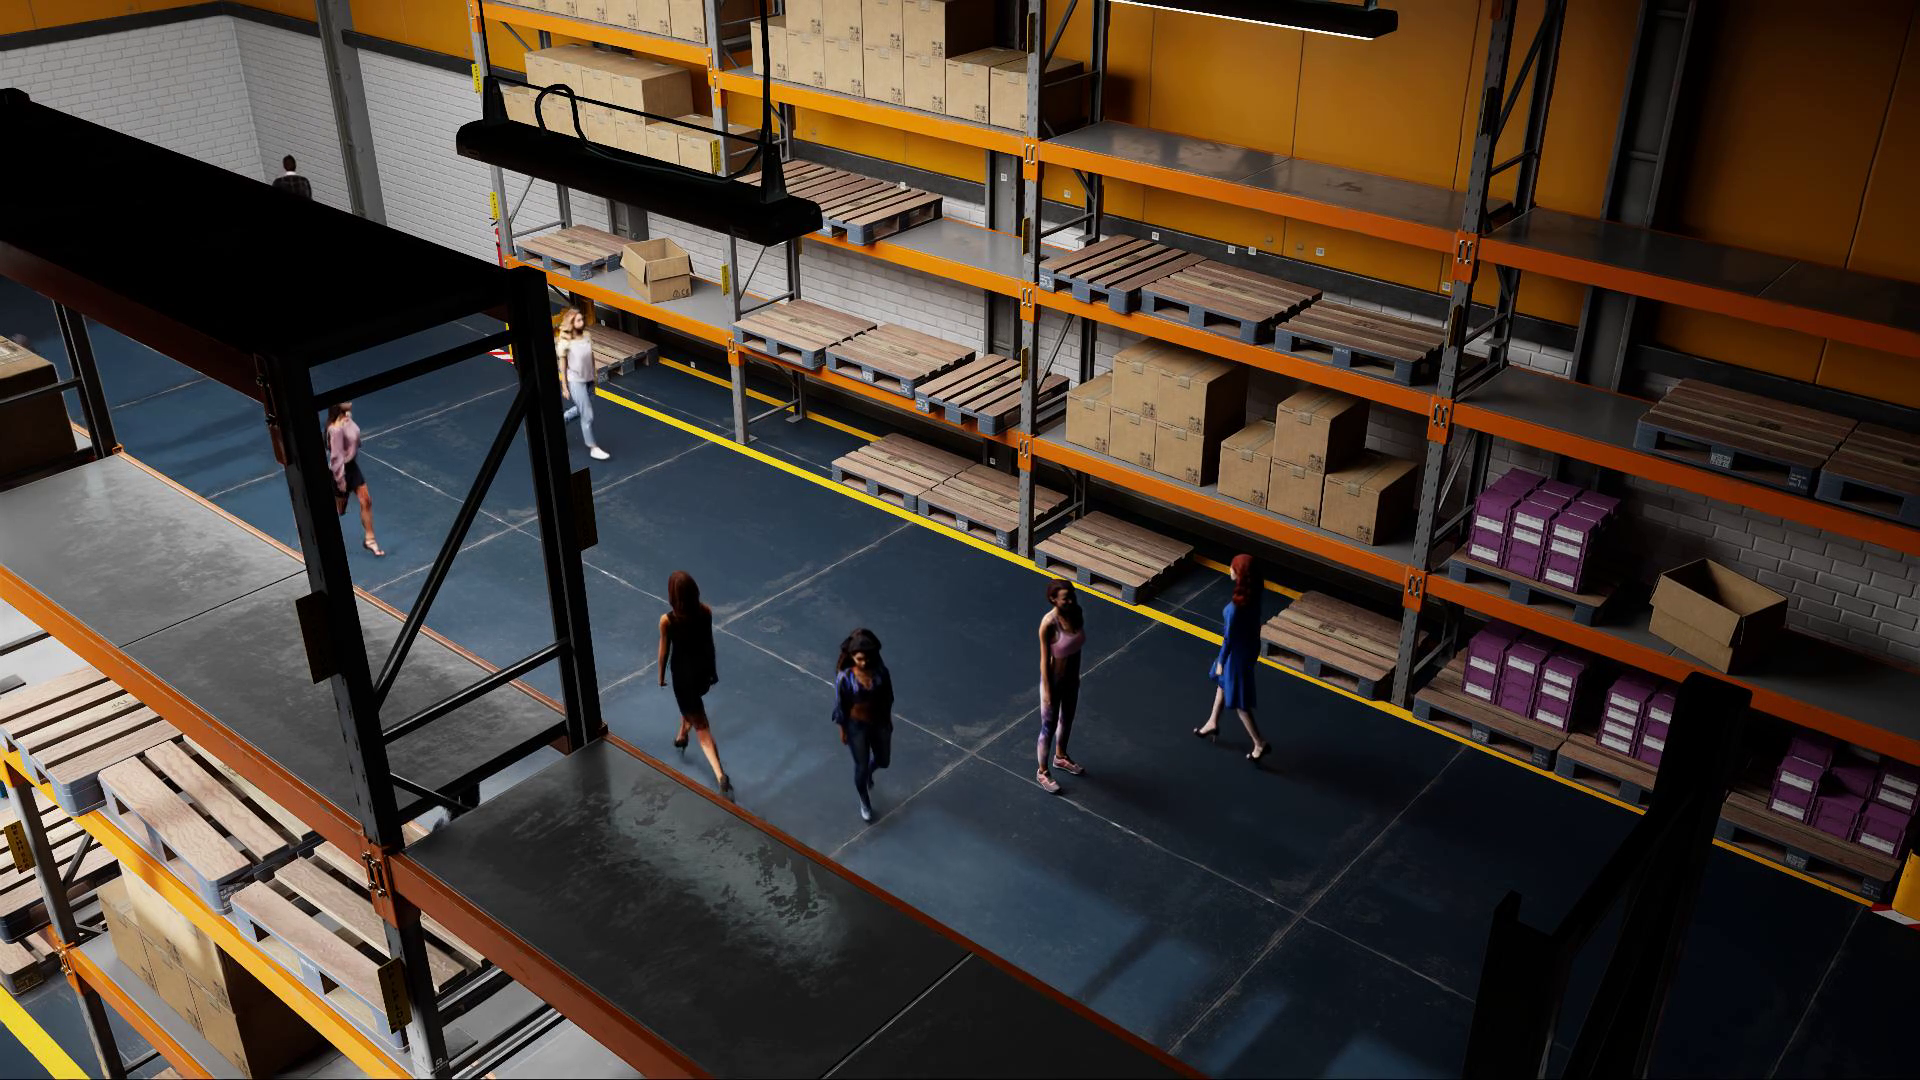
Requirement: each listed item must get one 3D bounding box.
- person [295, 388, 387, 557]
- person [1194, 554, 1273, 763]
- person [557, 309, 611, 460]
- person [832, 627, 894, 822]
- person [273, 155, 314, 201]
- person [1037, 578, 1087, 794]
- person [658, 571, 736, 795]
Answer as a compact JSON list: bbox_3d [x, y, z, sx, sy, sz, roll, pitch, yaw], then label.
[{"bbox_3d":[-5.945,-0.607,15.799,1.168,1.772,1.054,0,29,1],"label":"person"},{"bbox_3d":[2.225,0.959,12.898,0.958,1.802,0.667,18,34,30],"label":"person"},{"bbox_3d":[-4.146,-1.690,17.854,1.032,1.706,0.730,15,32,26],"label":"person"},{"bbox_3d":[-0.716,1.340,12.400,0.776,1.610,0.828,-9,30,-16],"label":"person"},{"bbox_3d":[-8.951,-4.247,22.454,1.030,1.789,1.266,-11,31,-20],"label":"person"},{"bbox_3d":[0.763,1.081,12.712,0.537,1.767,0.586,23,36,35],"label":"person"},{"bbox_3d":[-1.995,1.122,12.618,0.840,1.784,1.262,-17,33,-28],"label":"person"}]
